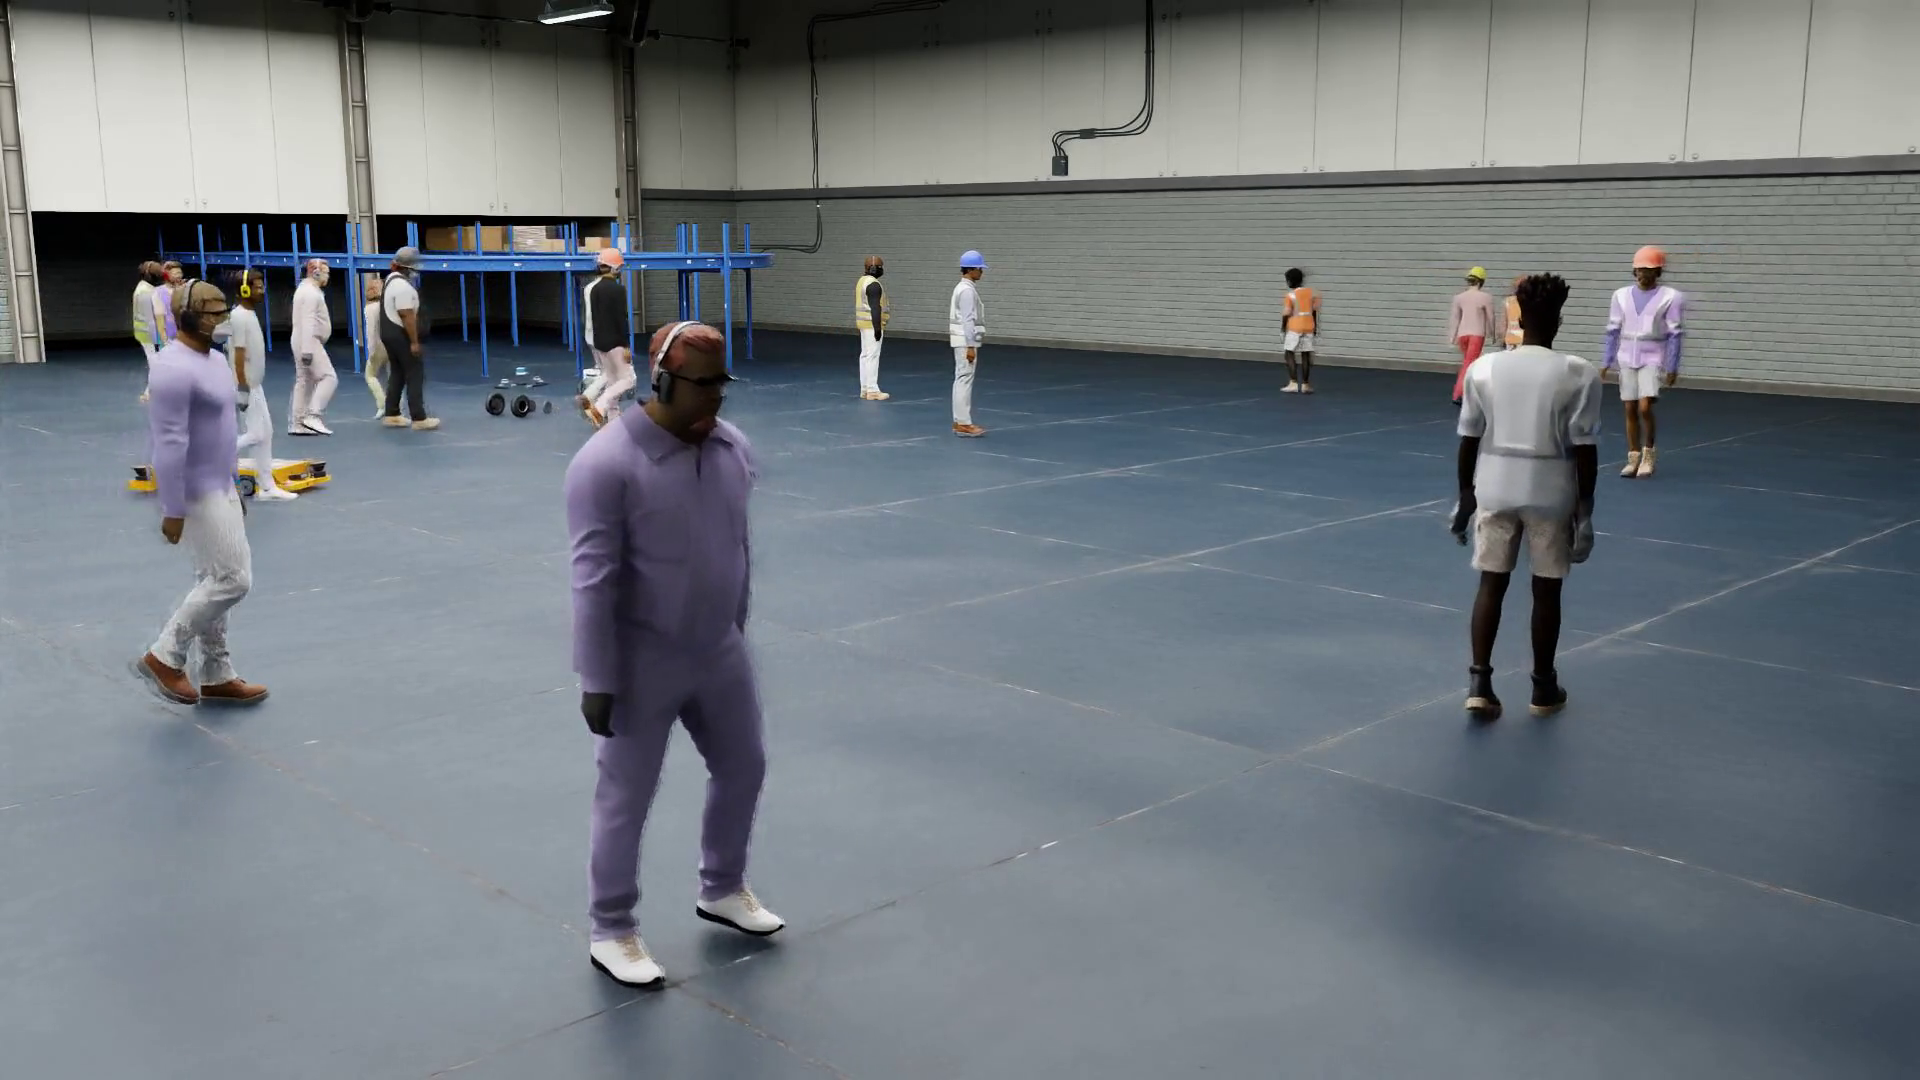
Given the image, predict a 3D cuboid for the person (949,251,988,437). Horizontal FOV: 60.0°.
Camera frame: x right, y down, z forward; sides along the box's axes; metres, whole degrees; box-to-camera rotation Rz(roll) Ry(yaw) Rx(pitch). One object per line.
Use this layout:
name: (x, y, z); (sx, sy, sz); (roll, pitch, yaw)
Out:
person: (0.091, -2.085, 17.652); (0.406, 1.947, 0.607); (-1, 10, -5)

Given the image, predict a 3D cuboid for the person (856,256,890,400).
person: (-1.126, -2.755, 21.598); (0.429, 1.841, 0.634); (-3, 11, -18)

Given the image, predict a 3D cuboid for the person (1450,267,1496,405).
person: (6.415, -2.557, 20.865); (0.884, 1.721, 0.508); (-8, 13, -39)

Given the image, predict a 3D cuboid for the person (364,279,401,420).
person: (-6.549, -2.147, 18.896); (0.390, 1.619, 0.507); (7, 12, 32)

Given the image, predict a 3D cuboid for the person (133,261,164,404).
person: (-9.416, -2.353, 19.479); (0.448, 1.816, 0.649); (-4, 11, -21)

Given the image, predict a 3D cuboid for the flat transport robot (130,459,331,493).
flat transport robot: (-6.117, -0.549, 13.965); (1.431, 0.197, 0.652); (2, 10, 8)

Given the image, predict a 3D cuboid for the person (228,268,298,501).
person: (-5.706, -1.218, 13.191); (0.657, 1.857, 0.522); (-2, 11, -13)

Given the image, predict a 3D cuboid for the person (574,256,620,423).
person: (-4.060, -2.261, 18.692); (0.669, 1.920, 0.611); (-10, 14, -43)

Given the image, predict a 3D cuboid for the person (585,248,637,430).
person: (-3.660, -2.043, 17.331); (0.558, 1.980, 0.636); (-9, 14, -40)

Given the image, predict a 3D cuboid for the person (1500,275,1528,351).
person: (6.846, -2.408, 20.311); (0.368, 1.630, 0.519); (-7, 13, -34)

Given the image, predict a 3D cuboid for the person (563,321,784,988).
person: (-0.822, 0.322, 4.725); (0.424, 1.883, 0.673); (9, 14, 40)

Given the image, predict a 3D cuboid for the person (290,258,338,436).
person: (-6.882, -2.031, 17.585); (0.528, 1.867, 0.679); (-5, 12, -26)

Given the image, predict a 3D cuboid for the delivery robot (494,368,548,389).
delivery robot: (-5.224, -1.934, 19.782); (0.335, 0.223, 0.698); (6, 12, 31)

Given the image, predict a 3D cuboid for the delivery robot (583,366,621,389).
delivery robot: (-4.554, -2.127, 21.542); (0.477, 0.478, 0.707); (5, 12, 25)

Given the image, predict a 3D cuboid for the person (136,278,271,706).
person: (-3.359, -0.191, 7.402); (0.457, 1.926, 0.629); (-2, 11, -10)

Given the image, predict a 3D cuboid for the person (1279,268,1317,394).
person: (4.534, -2.787, 22.243); (0.617, 1.675, 0.340); (-5, 11, -25)

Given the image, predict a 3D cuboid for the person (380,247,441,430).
person: (-6.093, -2.232, 18.313); (0.541, 2.000, 0.726); (-6, 12, -30)

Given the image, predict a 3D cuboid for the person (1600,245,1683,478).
person: (5.921, -1.543, 14.506); (0.536, 2.023, 0.609); (-10, 14, -42)

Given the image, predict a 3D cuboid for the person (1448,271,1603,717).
person: (2.481, -0.188, 7.314); (0.642, 1.973, 0.490); (7, 13, 34)

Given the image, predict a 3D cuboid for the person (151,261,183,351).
person: (-8.815, -2.244, 18.889); (0.874, 1.809, 0.591); (3, 11, 15)
